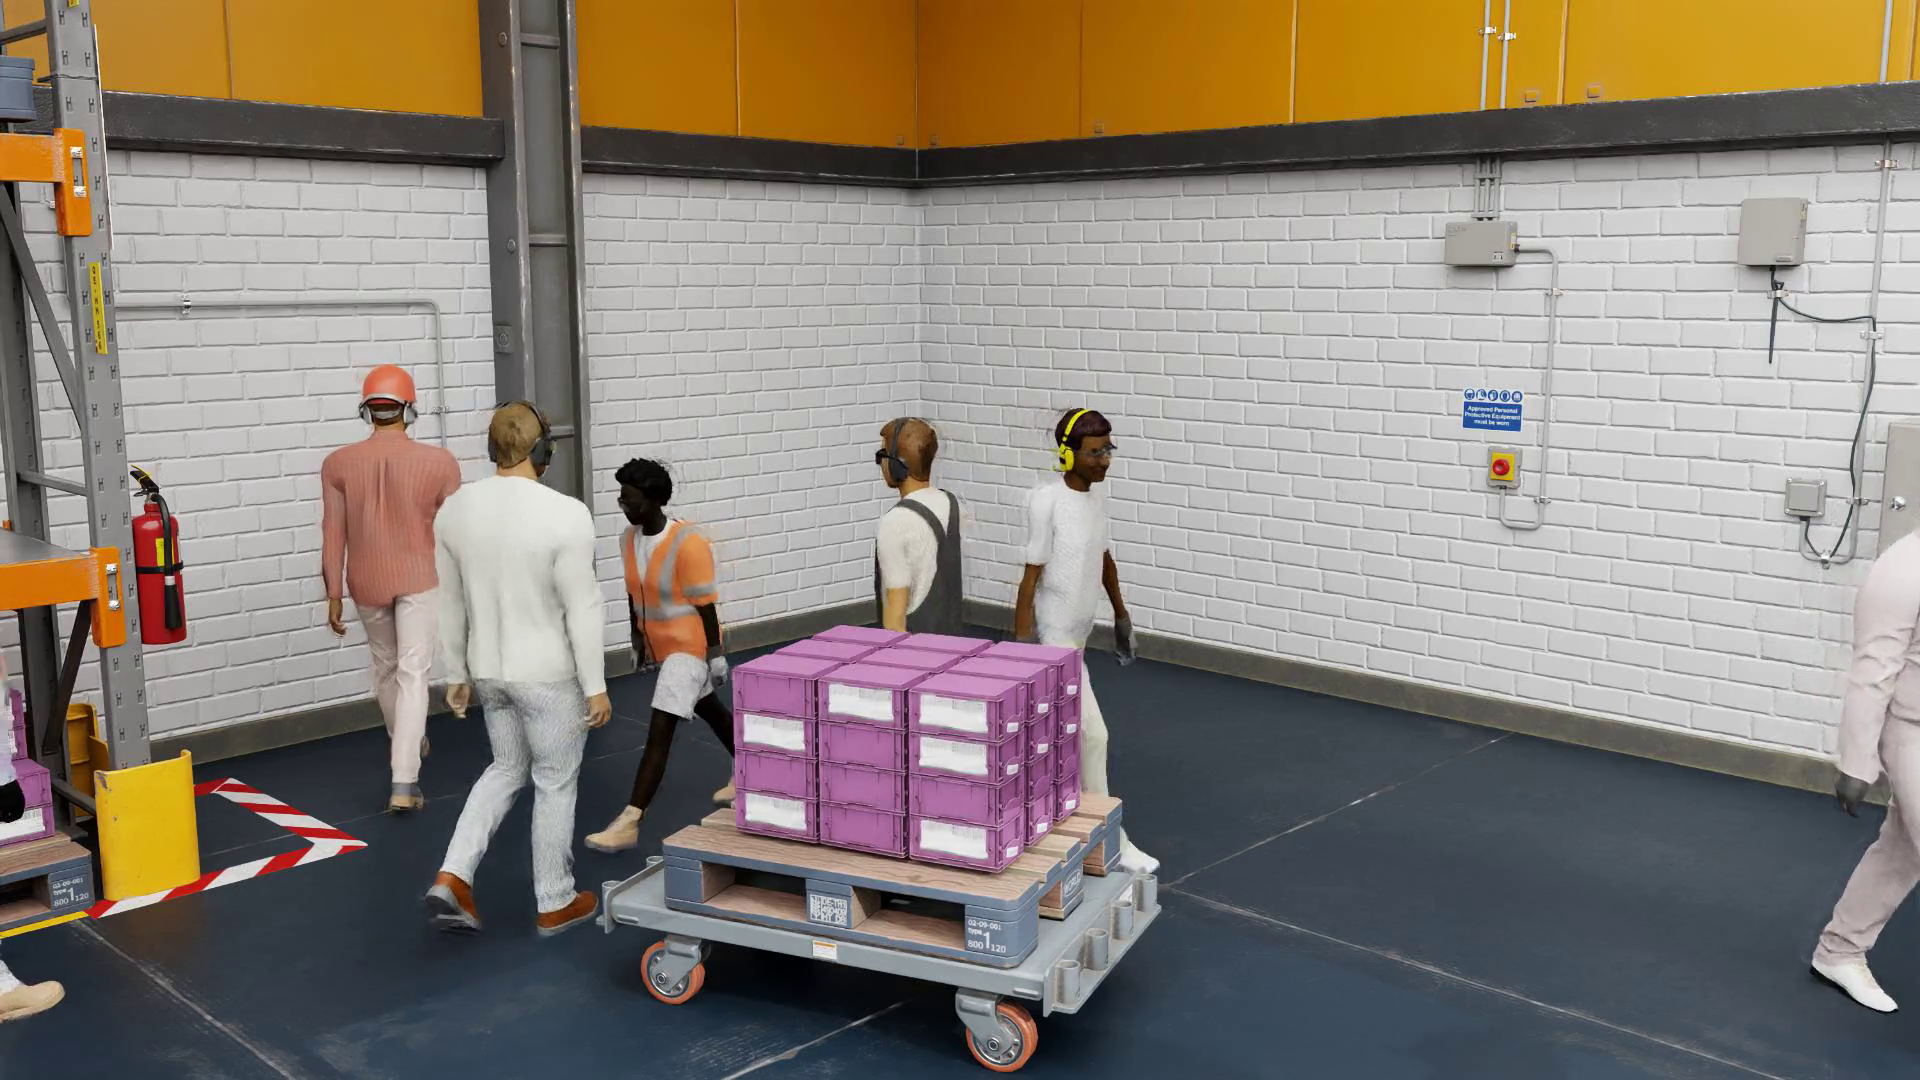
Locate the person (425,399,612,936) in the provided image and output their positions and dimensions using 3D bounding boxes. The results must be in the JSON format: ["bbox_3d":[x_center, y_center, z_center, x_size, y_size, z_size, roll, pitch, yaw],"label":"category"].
[{"bbox_3d":[-1.530,0.475,5.760,0.641,1.922,0.579,4,10,25],"label":"person"}]

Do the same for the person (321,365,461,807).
[{"bbox_3d":[-2.519,0.184,7.495,0.636,1.944,1.042,-1,9,-6],"label":"person"}]

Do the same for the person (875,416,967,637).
[{"bbox_3d":[-0.087,0.446,6.229,0.761,1.827,0.525,7,12,36],"label":"person"}]

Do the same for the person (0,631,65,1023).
[{"bbox_3d":[-3.099,0.684,4.857,0.623,1.808,0.819,6,11,34],"label":"person"}]

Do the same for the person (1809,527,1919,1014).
[{"bbox_3d":[2.995,0.634,4.993,0.666,1.853,0.992,-4,10,-24],"label":"person"}]

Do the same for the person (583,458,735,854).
[{"bbox_3d":[-1.178,0.436,6.982,1.027,1.607,0.542,-9,13,-43],"label":"person"}]

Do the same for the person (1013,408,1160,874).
[{"bbox_3d":[0.508,0.395,6.524,0.832,1.824,0.691,5,11,30],"label":"person"}]
